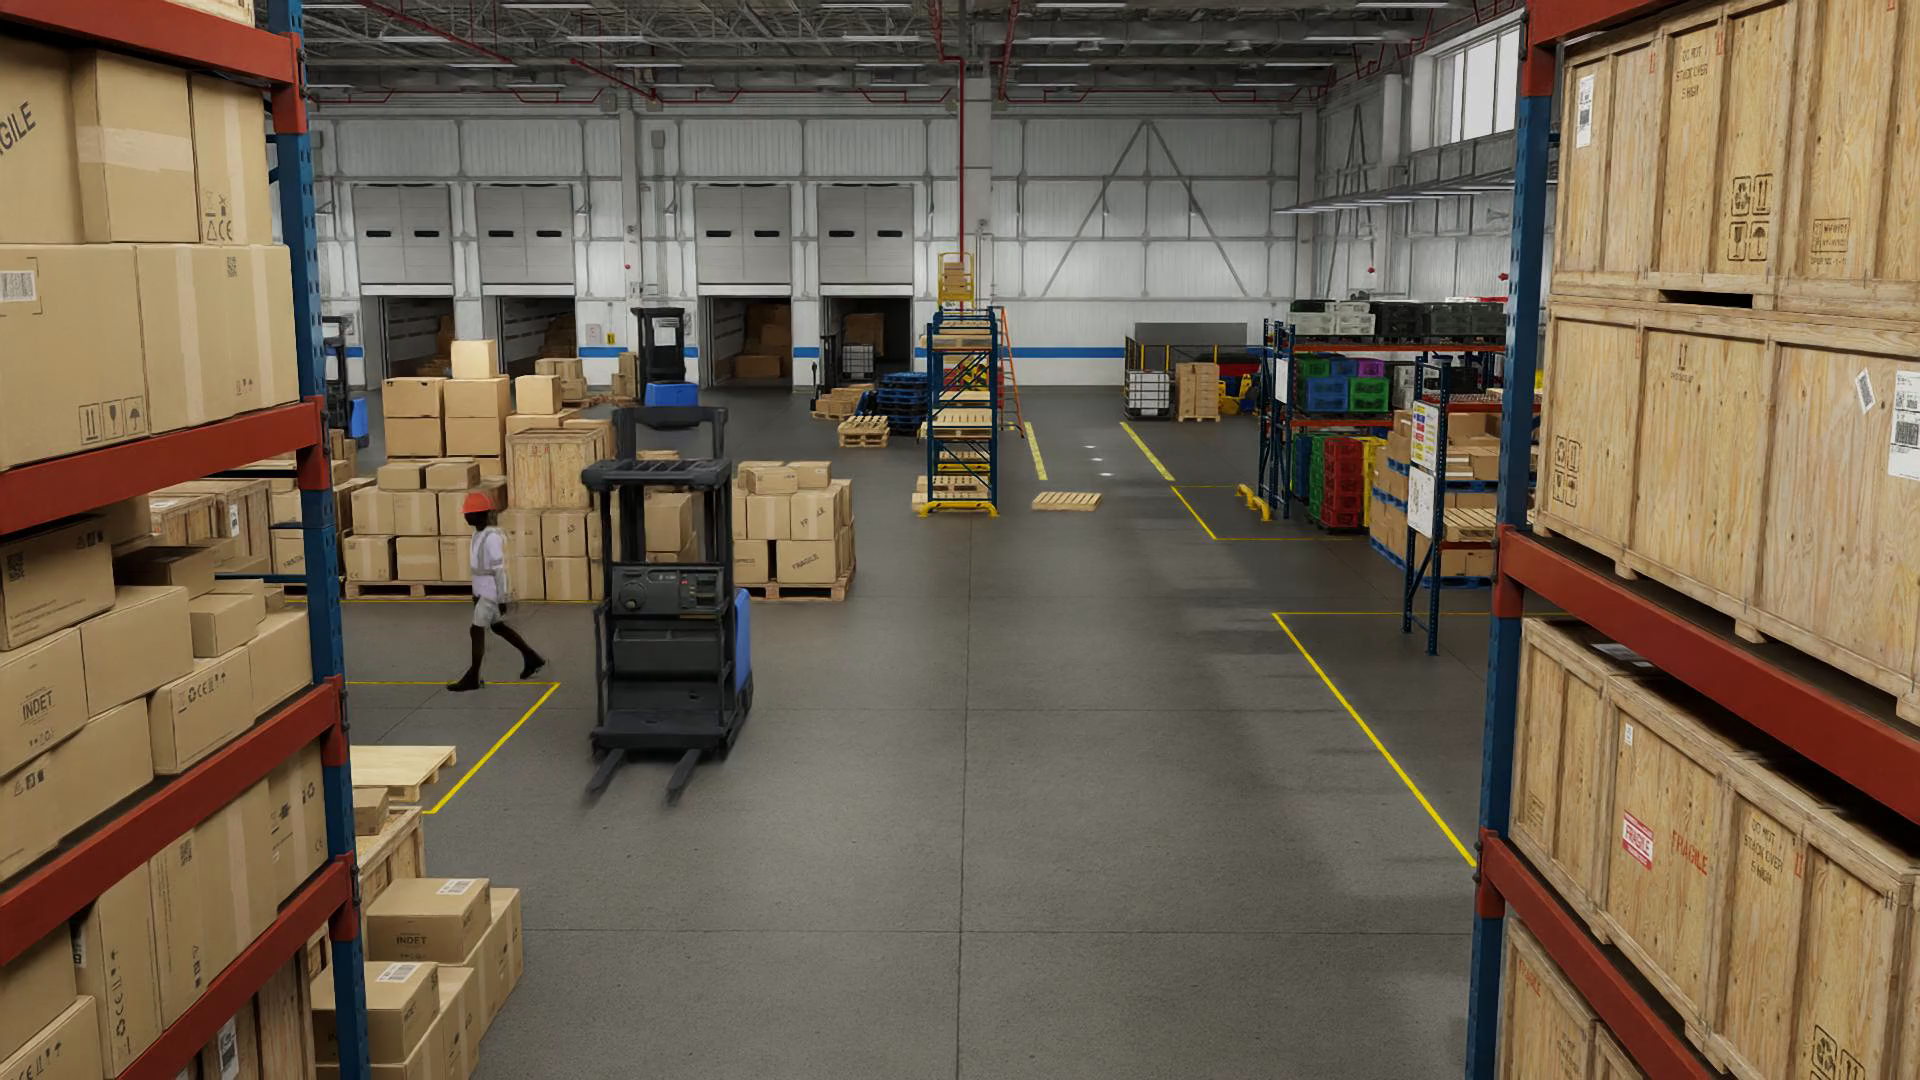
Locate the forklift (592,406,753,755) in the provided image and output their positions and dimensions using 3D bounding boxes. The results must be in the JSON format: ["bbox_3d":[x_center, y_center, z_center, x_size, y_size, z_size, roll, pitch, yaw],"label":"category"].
[{"bbox_3d":[-2.441,0.246,14.284,1.129,2.768,1.873,0,10,1],"label":"forklift"}]

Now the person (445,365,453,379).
[{"bbox_3d":[-11.069,-3.199,36.927,0.646,1.911,0.757,-4,11,-23],"label":"person"}]

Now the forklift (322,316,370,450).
[{"bbox_3d":[-12.995,-3.188,34.094,1.129,2.768,1.873,0,10,-1],"label":"forklift"}]

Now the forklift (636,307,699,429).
[{"bbox_3d":[-6.959,-4.092,39.311,1.129,2.768,1.873,-5,11,-25],"label":"forklift"}]

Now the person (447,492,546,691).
[{"bbox_3d":[-4.433,0.469,15.874,0.925,1.902,0.571,-6,11,-30],"label":"person"}]

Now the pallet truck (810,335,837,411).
[{"bbox_3d":[-3.021,-4.312,43.126,1.885,1.965,0.823,3,10,17],"label":"pallet truck"}]
